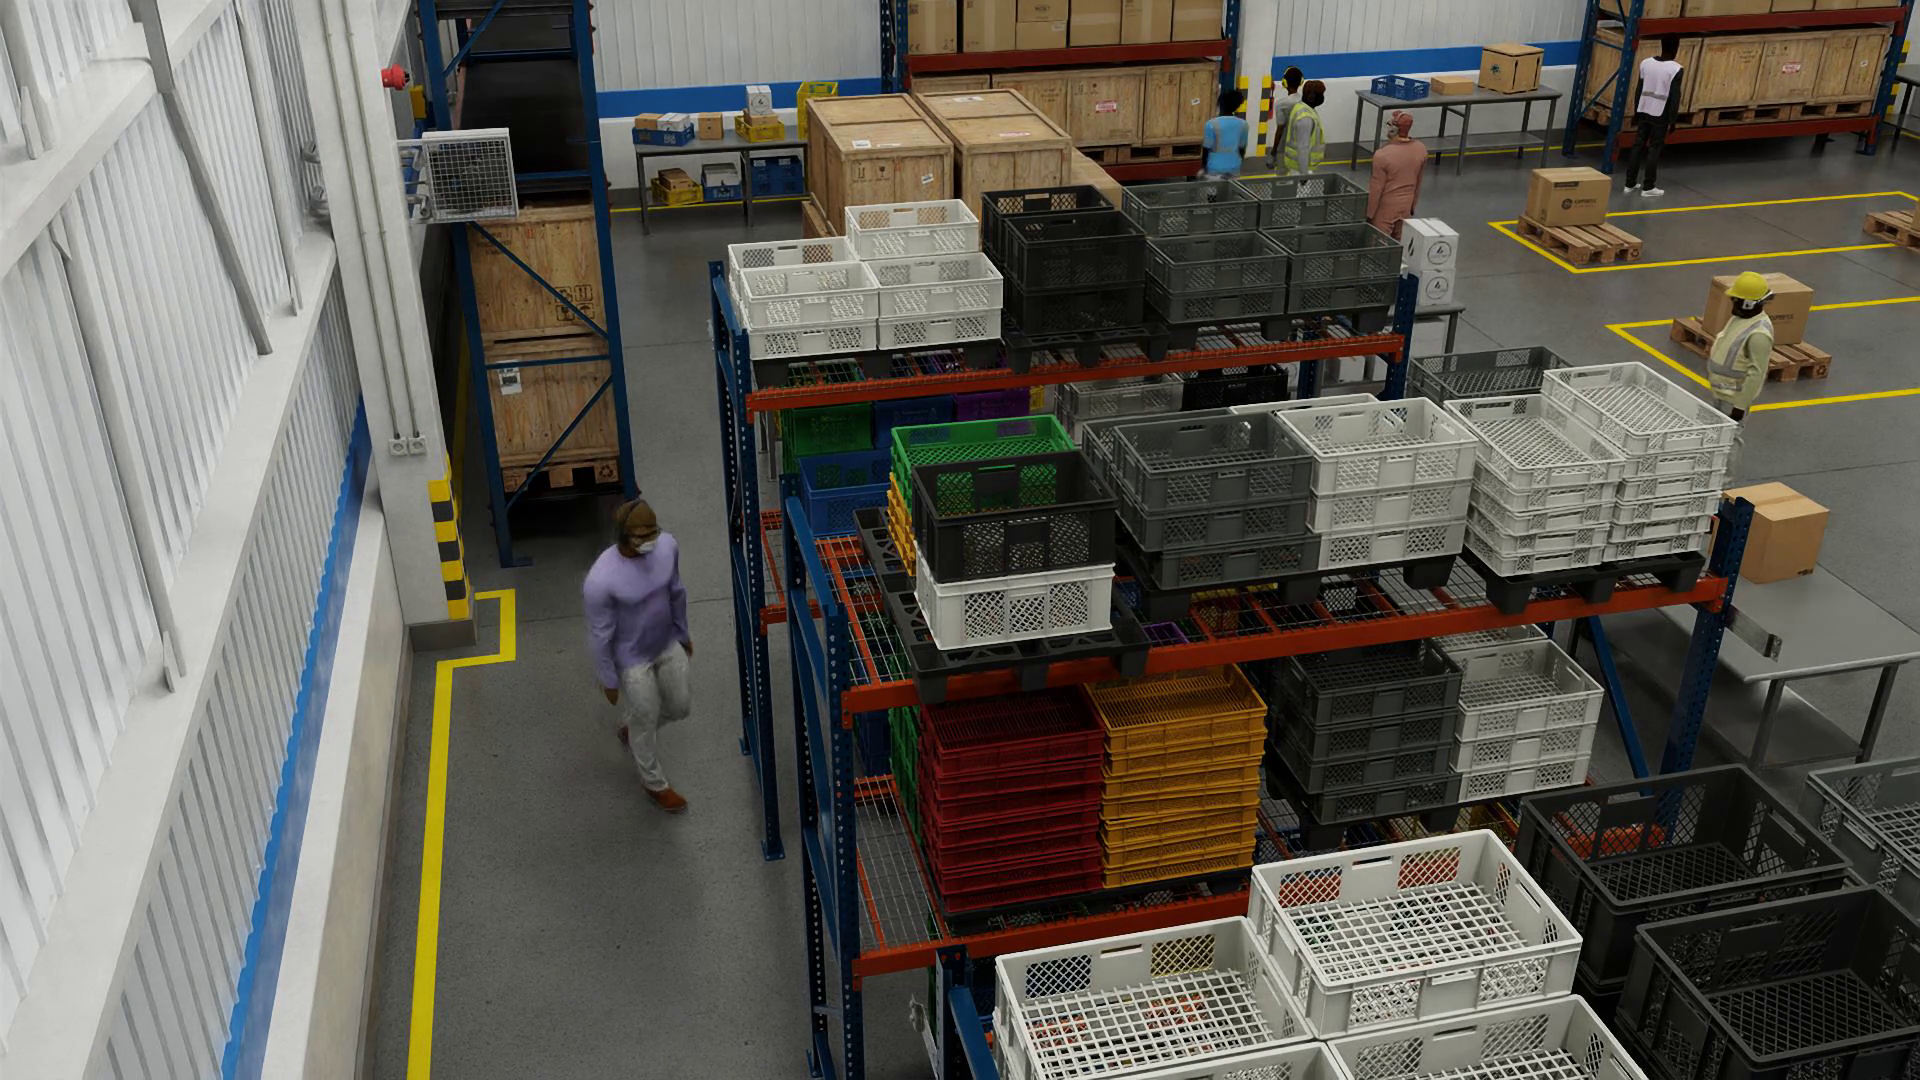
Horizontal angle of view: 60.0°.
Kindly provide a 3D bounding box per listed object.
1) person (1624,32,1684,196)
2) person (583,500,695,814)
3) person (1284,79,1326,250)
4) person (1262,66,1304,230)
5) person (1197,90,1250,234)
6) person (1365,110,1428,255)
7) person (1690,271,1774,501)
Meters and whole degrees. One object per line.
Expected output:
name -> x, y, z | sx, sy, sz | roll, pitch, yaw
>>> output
person -> 8.333, -5.093, 19.949 | 0.384, 1.896, 0.596 | -16, 32, -28
person -> -1.764, 0.614, 9.096 | 0.518, 1.922, 0.657 | 19, 33, 31
person -> 3.738, -4.087, 18.111 | 0.430, 1.834, 0.643 | 4, 28, 8
person -> 3.652, -4.323, 18.524 | 0.517, 1.865, 0.327 | -15, 31, -26
person -> 2.908, -4.064, 18.242 | 0.567, 1.670, 0.369 | -10, 29, -19
person -> 4.277, -3.312, 16.555 | 0.643, 1.913, 0.410 | -14, 31, -25
person -> 5.807, -1.135, 12.515 | 0.404, 1.825, 0.592 | 4, 28, 8
